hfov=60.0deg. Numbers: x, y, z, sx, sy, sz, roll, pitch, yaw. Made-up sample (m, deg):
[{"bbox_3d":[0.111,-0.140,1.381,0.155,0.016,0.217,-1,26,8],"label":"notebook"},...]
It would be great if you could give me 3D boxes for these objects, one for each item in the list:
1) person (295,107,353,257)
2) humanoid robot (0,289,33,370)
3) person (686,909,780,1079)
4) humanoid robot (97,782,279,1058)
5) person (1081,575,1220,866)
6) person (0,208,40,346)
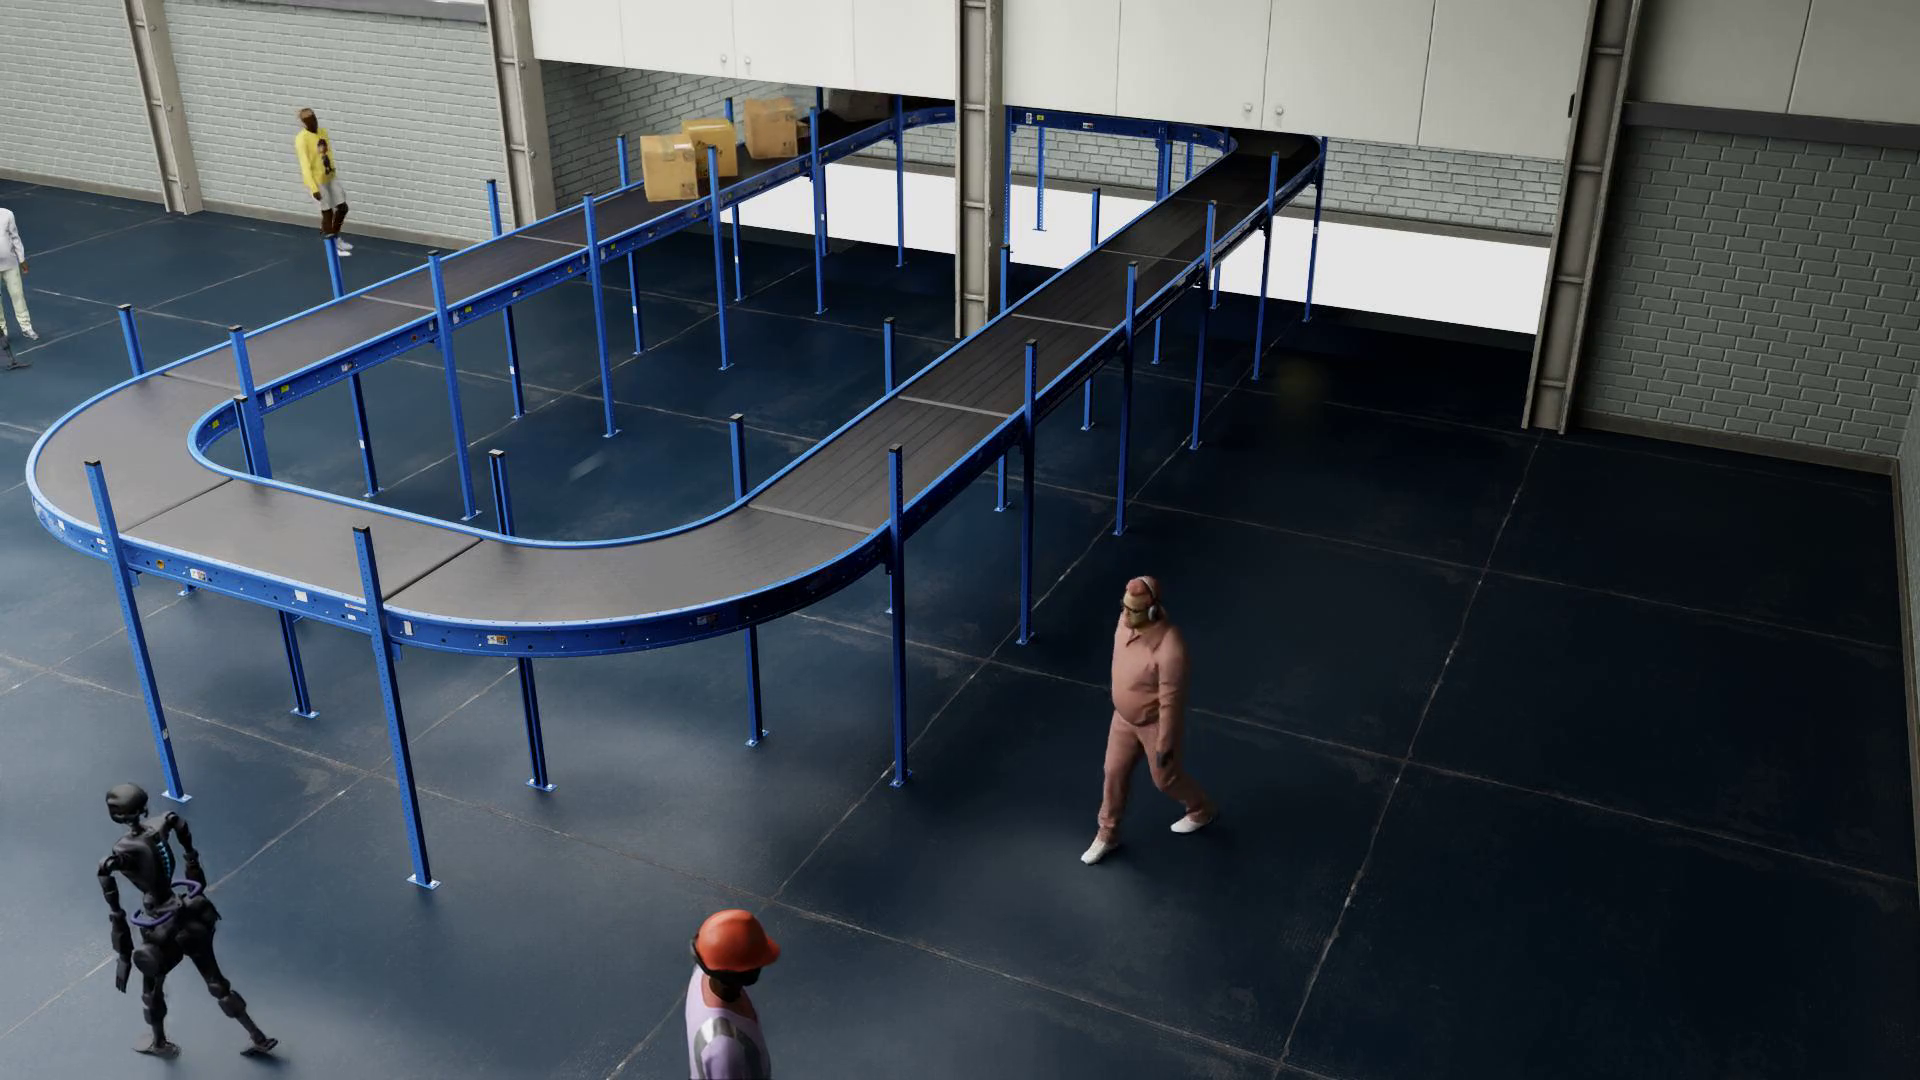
[{"bbox_3d":[-7.890,-4.428,20.597,0.408,1.884,0.566,9,28,18],"label":"person"},{"bbox_3d":[-10.035,-2.561,17.087,0.615,1.637,0.614,-6,27,-13],"label":"humanoid robot"},{"bbox_3d":[-0.887,2.338,6.775,0.388,2.039,0.614,-7,27,-13],"label":"person"},{"bbox_3d":[-3.842,1.895,8.130,0.770,1.633,0.610,9,28,17],"label":"humanoid robot"},{"bbox_3d":[1.135,1.007,9.655,0.868,1.868,0.643,-16,30,-28],"label":"person"},{"bbox_3d":[-10.272,-2.958,17.764,0.571,1.749,0.330,-24,35,-39],"label":"person"}]
